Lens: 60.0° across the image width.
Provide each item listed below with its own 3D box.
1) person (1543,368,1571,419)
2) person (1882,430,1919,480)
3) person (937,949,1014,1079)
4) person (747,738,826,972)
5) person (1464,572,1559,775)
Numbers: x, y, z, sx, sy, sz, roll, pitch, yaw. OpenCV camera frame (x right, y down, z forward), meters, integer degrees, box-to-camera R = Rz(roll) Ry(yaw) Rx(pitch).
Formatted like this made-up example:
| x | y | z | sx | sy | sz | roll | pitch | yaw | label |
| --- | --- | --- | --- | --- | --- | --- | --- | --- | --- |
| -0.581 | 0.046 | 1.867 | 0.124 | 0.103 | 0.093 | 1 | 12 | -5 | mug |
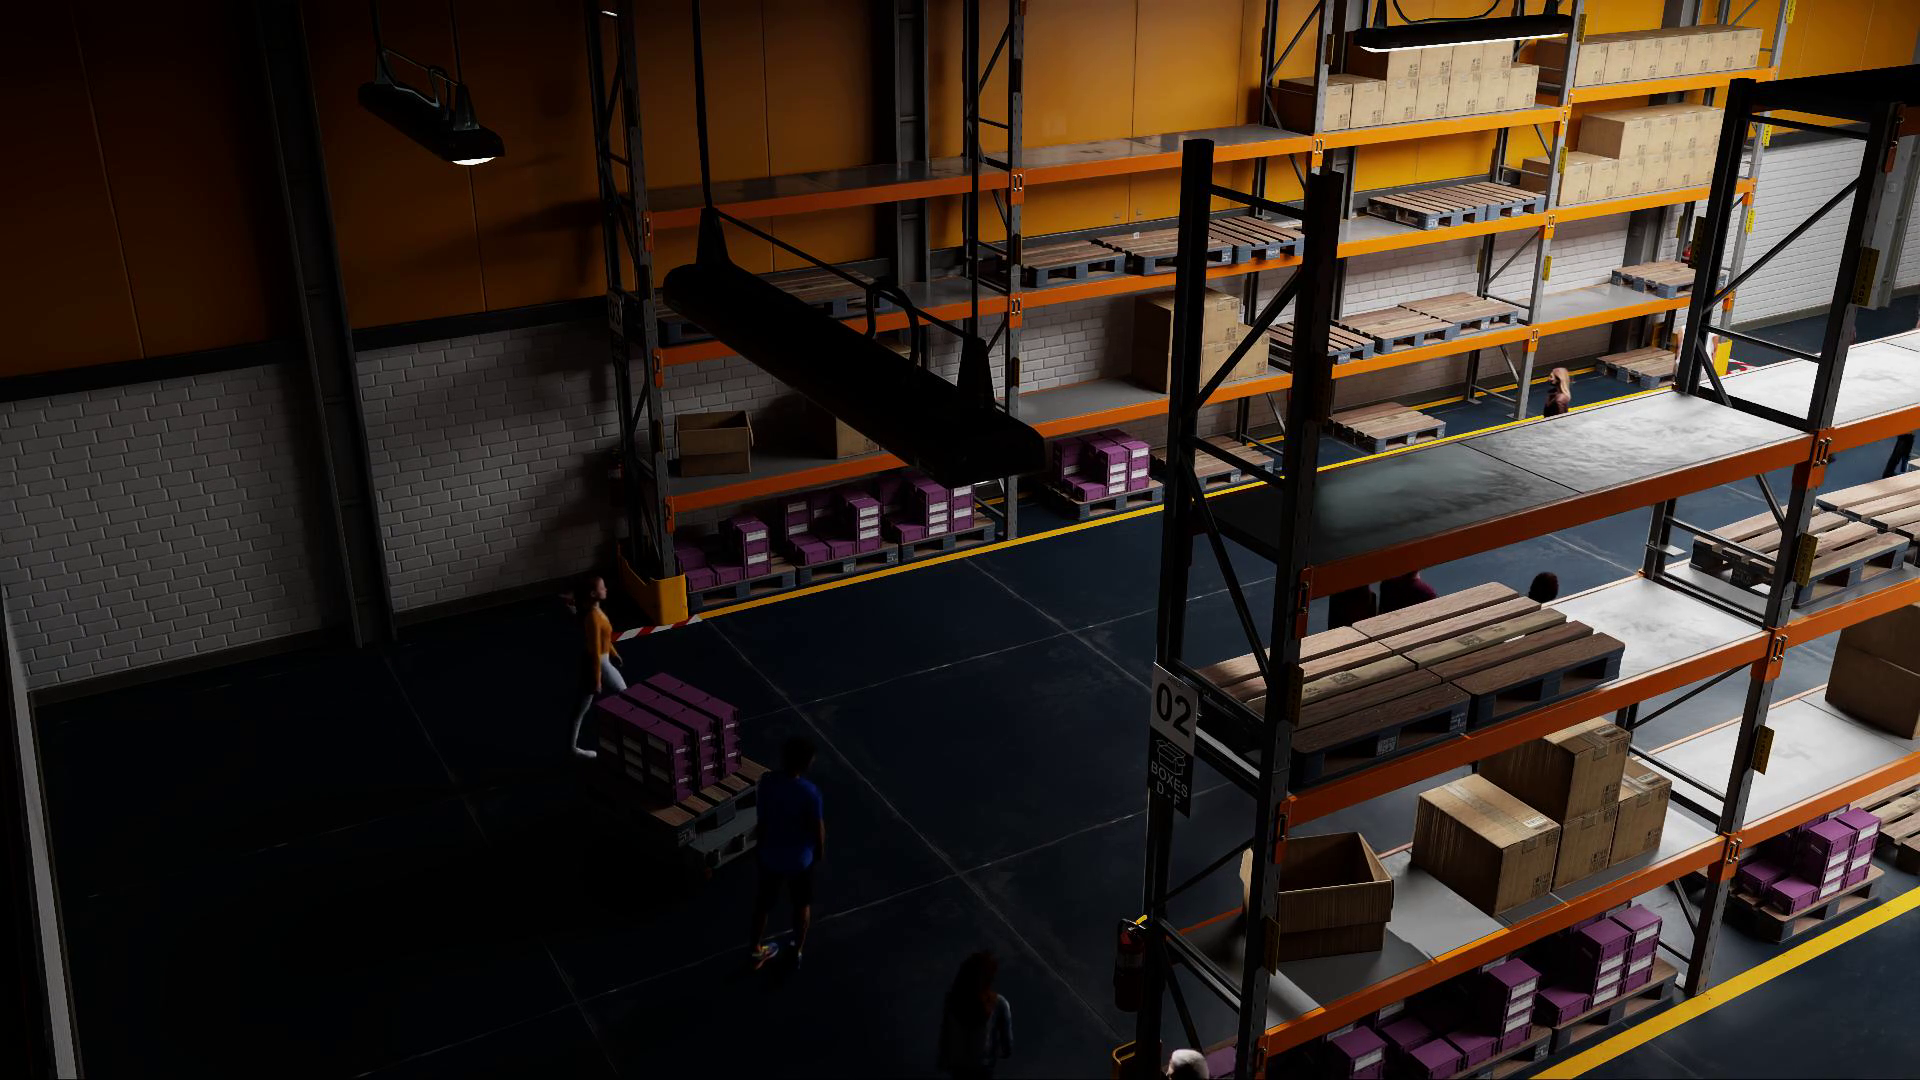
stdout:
| x | y | z | sx | sy | sz | roll | pitch | yaw | label |
| --- | --- | --- | --- | --- | --- | --- | --- | --- | --- |
| 6.809 | -1.152 | 19.059 | 0.732 | 1.696 | 0.658 | 7 | 25 | 17 | person |
| 11.302 | -1.512 | 19.873 | 0.851 | 1.704 | 0.760 | -10 | 26 | -23 | person |
| 0.060 | 3.069 | 9.693 | 0.808 | 1.463 | 0.858 | 3 | 24 | 7 | person |
| -1.152 | 2.198 | 11.236 | 0.835 | 1.822 | 0.893 | 2 | 24 | 5 | person |
| 4.590 | 1.184 | 13.609 | 1.155 | 1.780 | 0.774 | -8 | 25 | -17 | person |
